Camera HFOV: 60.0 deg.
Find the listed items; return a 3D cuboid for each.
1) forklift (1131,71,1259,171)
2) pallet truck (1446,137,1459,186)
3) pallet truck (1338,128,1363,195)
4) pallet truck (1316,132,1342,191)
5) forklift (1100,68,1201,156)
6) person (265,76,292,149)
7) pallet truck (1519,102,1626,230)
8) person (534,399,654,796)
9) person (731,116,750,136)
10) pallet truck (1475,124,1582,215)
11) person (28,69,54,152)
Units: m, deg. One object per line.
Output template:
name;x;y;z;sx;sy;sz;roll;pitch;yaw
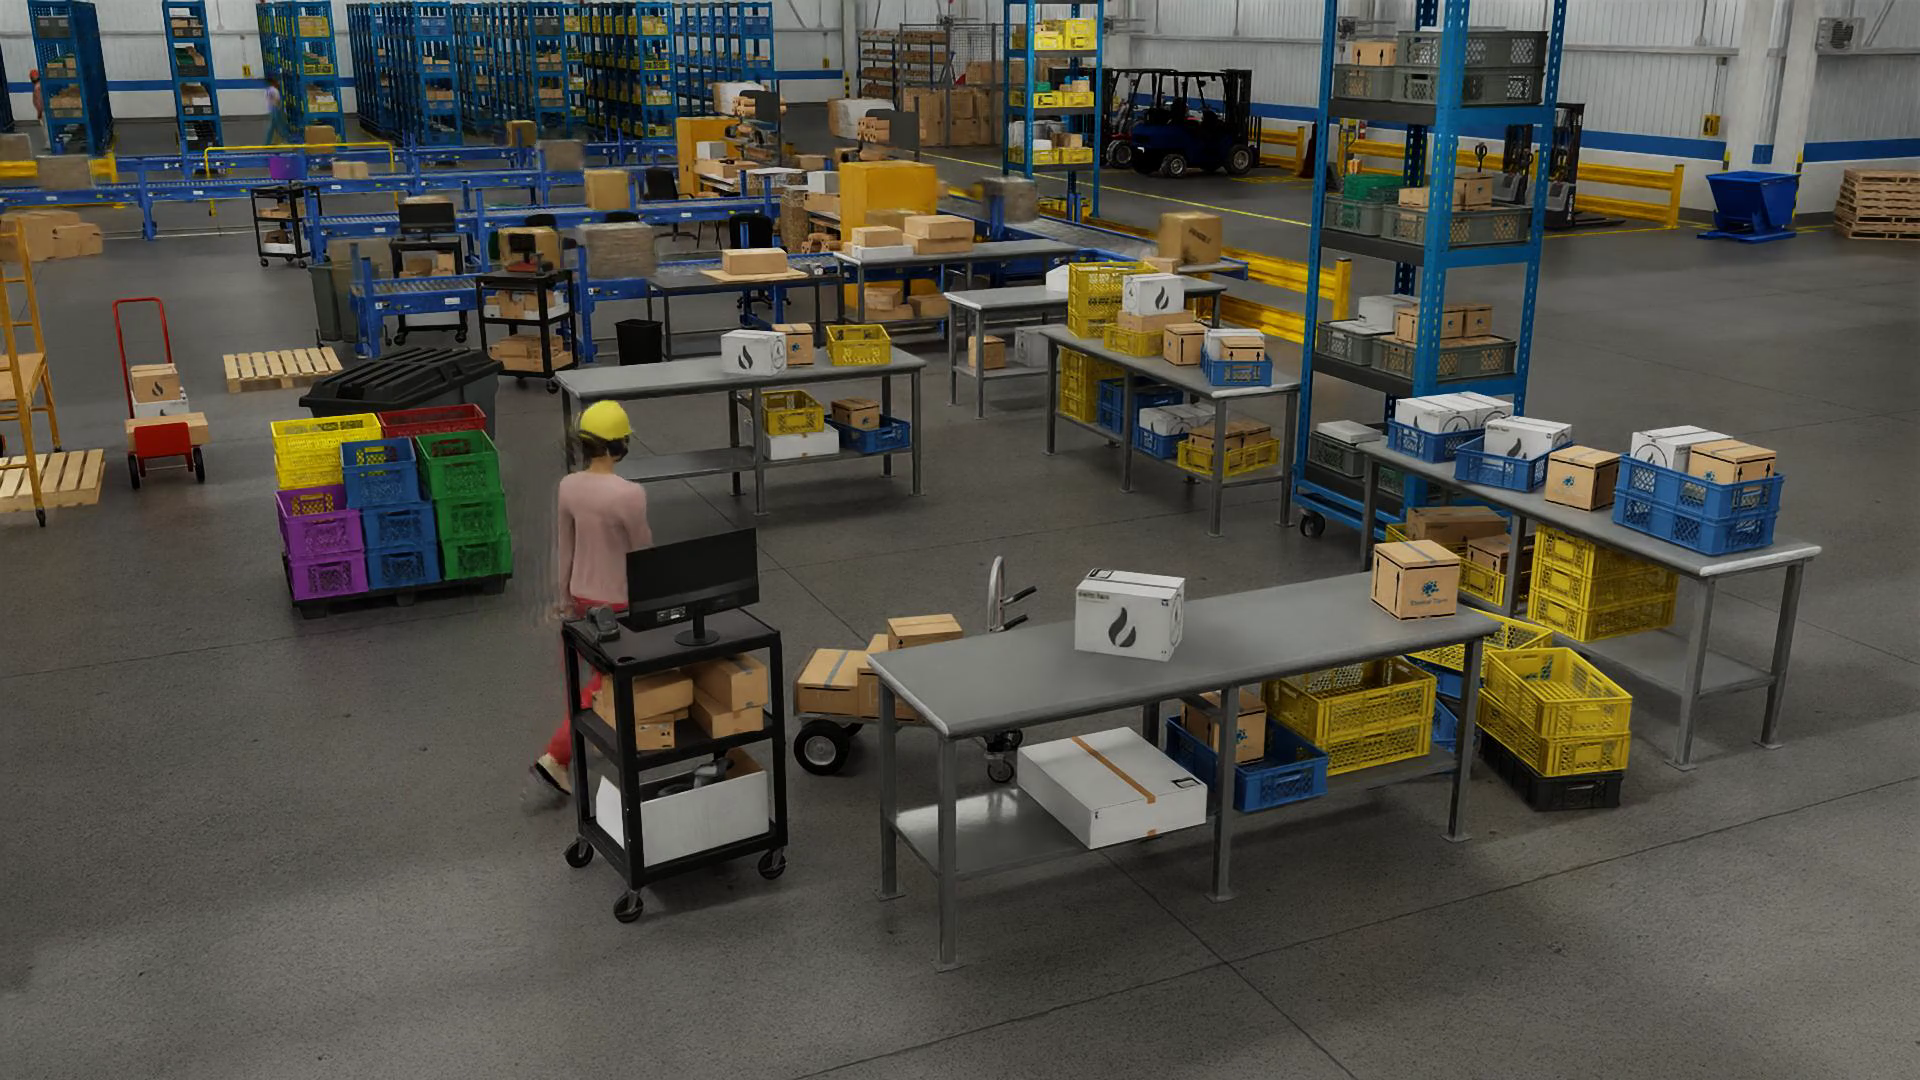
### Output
forklift;4.998;-8.936;35.413;2.680;1.987;1.157;-9;20;-25
pallet truck;9.184;-6.485;29.328;1.630;1.274;0.653;-8;19;-23
pallet truck;7.845;-7.140;31.411;1.522;1.261;0.704;-9;20;-25
pallet truck;7.723;-7.504;32.656;1.601;1.201;0.680;-8;19;-23
forklift;4.082;-9.564;37.410;2.680;1.987;1.157;-8;19;-23
person;-17.353;-10.895;42.407;0.975;1.793;0.568;-8;19;-23
pallet truck;9.972;-6.037;26.785;1.885;1.965;0.823;-9;20;-25
person;-1.636;0.249;7.405;0.517;1.735;0.820;14;22;38
person;-5.113;-9.799;38.996;0.599;1.785;0.970;12;21;32
pallet truck;9.707;-6.455;28.103;1.885;1.965;0.823;-7;19;-20
person;-22.936;-10.720;41.540;0.377;1.995;0.608;-6;18;-17
